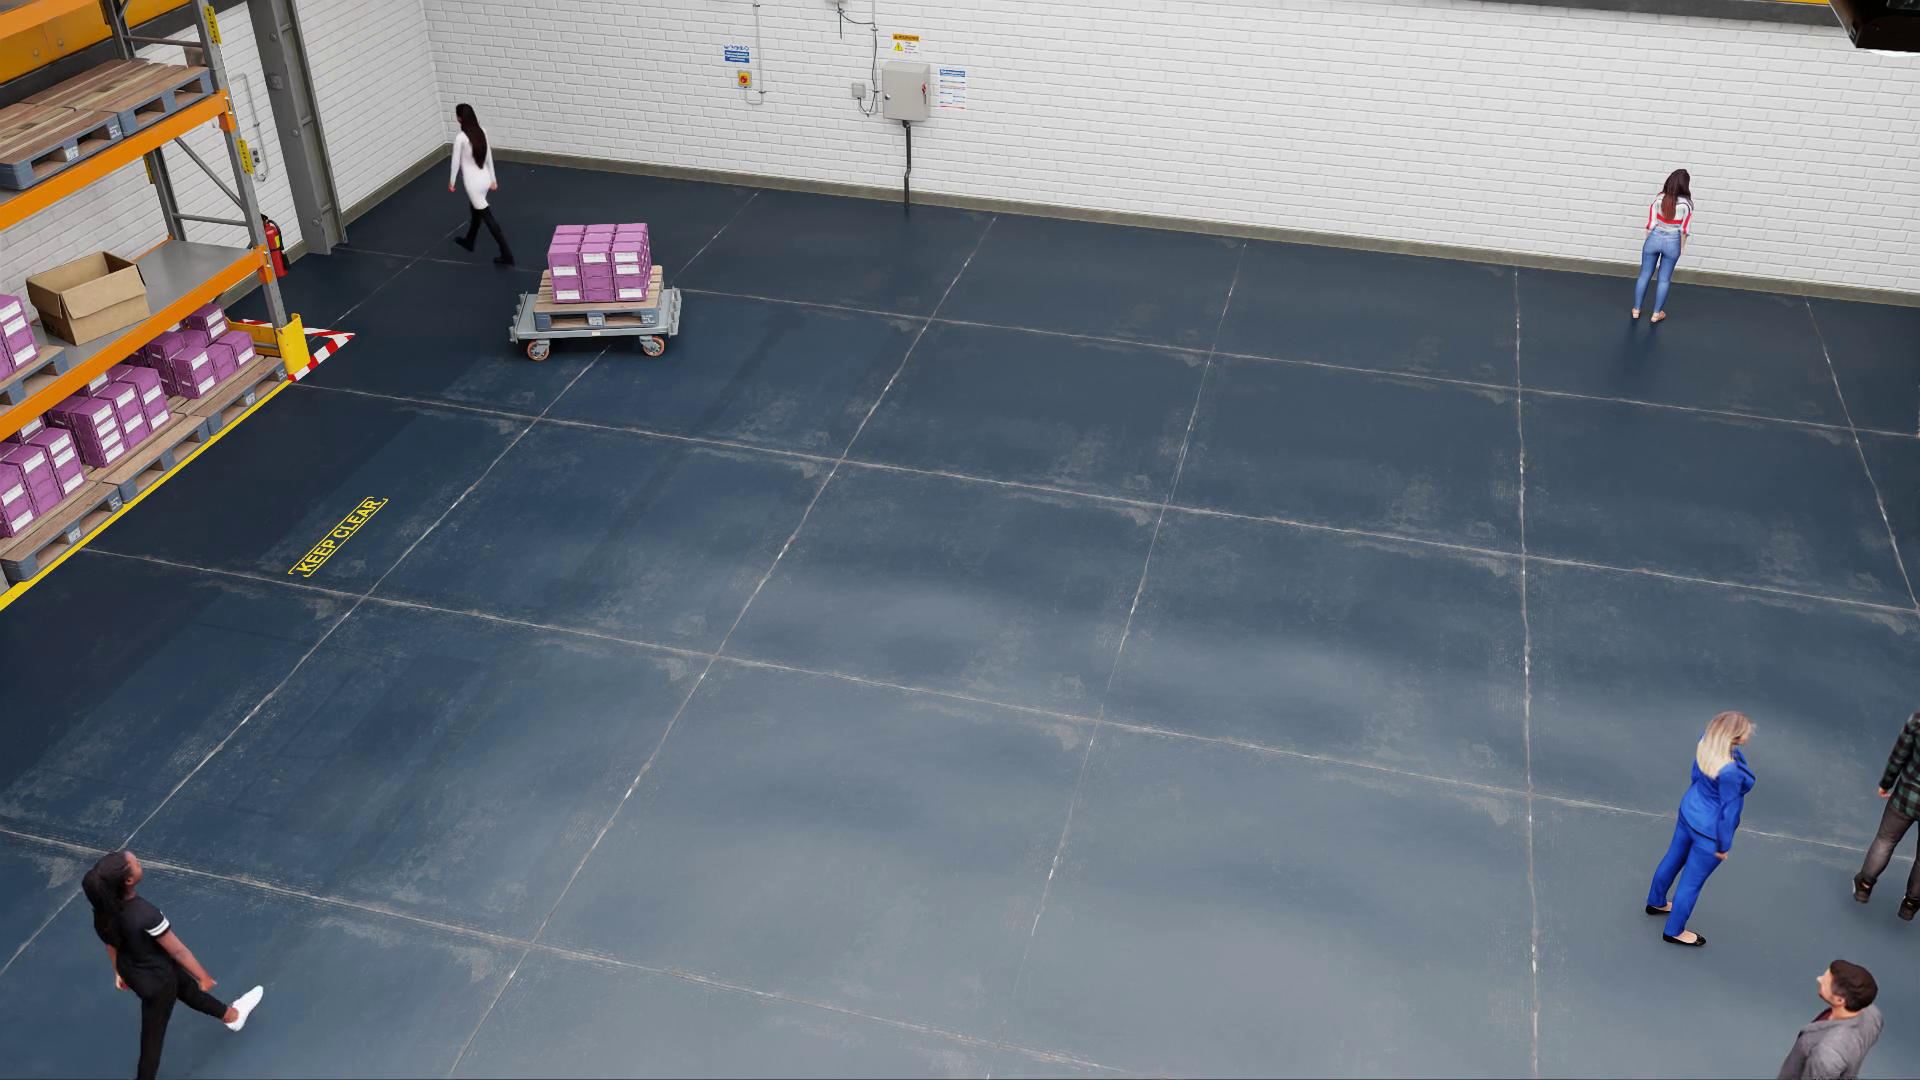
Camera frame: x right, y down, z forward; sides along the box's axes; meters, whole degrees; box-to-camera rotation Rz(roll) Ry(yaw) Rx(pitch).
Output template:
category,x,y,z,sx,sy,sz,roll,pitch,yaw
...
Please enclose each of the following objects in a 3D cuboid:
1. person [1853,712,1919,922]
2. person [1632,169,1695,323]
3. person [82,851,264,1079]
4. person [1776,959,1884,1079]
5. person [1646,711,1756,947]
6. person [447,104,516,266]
category,x,y,z,sx,sy,sz,roll,pitch,yaw
person,5.755,1.520,9.880,0.732,1.709,0.662,23,40,30
person,7.215,-3.036,17.072,0.648,1.612,0.601,19,38,26
person,-4.353,2.390,8.846,0.826,1.680,1.224,17,37,24
person,4.148,2.768,8.109,0.708,1.867,0.824,-28,43,-35
person,4.406,1.691,9.880,0.740,1.701,0.596,-1,34,-2
person,-5.195,-3.816,18.117,0.848,1.753,1.141,16,37,23
